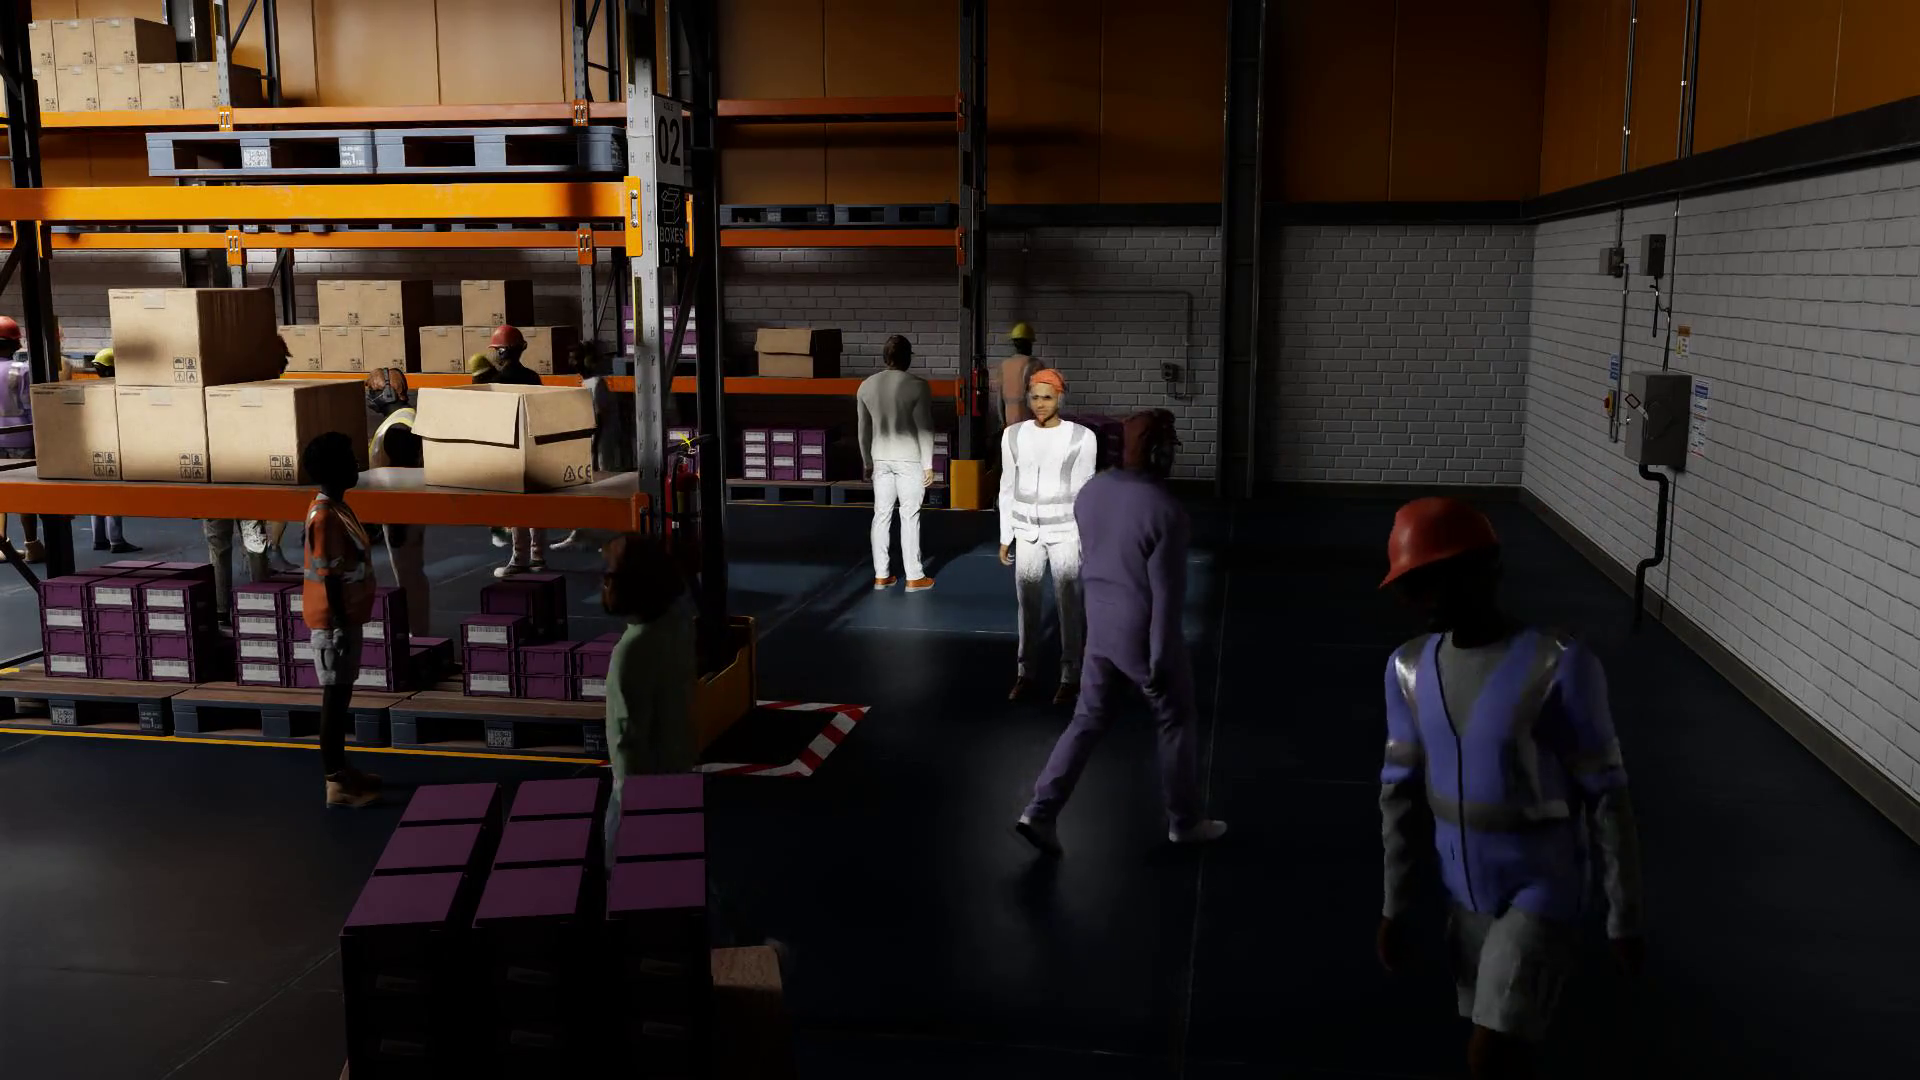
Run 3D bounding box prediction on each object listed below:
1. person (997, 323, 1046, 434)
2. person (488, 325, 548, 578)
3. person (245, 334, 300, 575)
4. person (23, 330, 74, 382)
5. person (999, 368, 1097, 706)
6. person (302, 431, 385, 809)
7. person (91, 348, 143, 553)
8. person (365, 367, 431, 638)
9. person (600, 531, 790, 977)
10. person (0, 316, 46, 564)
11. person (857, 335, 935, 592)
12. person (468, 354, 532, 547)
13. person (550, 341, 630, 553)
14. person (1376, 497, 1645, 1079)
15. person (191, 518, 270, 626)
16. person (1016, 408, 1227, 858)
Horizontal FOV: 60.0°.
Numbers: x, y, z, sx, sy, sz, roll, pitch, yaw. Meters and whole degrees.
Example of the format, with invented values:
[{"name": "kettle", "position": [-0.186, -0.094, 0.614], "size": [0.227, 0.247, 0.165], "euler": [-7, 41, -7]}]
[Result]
[{"name": "person", "position": [0.632, -1.167, 16.303], "size": [0.647, 1.914, 0.509], "euler": [9, 12, 43]}, {"name": "person", "position": [-3.521, -0.699, 13.160], "size": [0.396, 1.992, 0.623], "euler": [3, 10, 15]}, {"name": "person", "position": [-5.463, -0.665, 13.166], "size": [0.544, 1.920, 0.592], "euler": [-4, 10, -22]}, {"name": "person", "position": [-8.962, -1.190, 16.452], "size": [0.686, 1.921, 0.570], "euler": [6, 11, 31]}, {"name": "person", "position": [0.488, -0.018, 9.302], "size": [0.577, 1.879, 0.351], "euler": [4, 10, 24]}, {"name": "person", "position": [-2.798, 0.358, 7.520], "size": [0.316, 1.700, 0.540], "euler": [-3, 10, -18]}, {"name": "person", "position": [-7.309, -0.770, 14.347], "size": [0.522, 1.758, 0.350], "euler": [6, 11, 35]}, {"name": "person", "position": [-3.450, -0.143, 10.216], "size": [0.429, 1.836, 0.620], "euler": [-3, 10, -21]}, {"name": "person", "position": [-0.922, 0.767, 5.219], "size": [0.678, 1.611, 0.507], "euler": [2, 9, 12]}, {"name": "person", "position": [-7.811, -0.816, 13.737], "size": [0.615, 2.044, 0.371], "euler": [2, 9, 9]}, {"name": "person", "position": [-0.472, -0.575, 12.570], "size": [0.627, 1.941, 0.372], "euler": [5, 10, 26]}, {"name": "person", "position": [-4.062, -0.779, 14.596], "size": [0.361, 1.704, 0.612], "euler": [8, 12, 39]}, {"name": "person", "position": [-3.156, -0.764, 14.085], "size": [0.835, 1.826, 0.543], "euler": [-5, 10, -26]}, {"name": "person", "position": [1.264, 0.848, 3.938], "size": [0.563, 1.876, 0.643], "euler": [-6, 11, -32]}, {"name": "person", "position": [-4.992, -0.333, 11.392], "size": [0.599, 1.832, 0.404], "euler": [-7, 12, -38]}, {"name": "person", "position": [0.669, 0.388, 6.827], "size": [0.943, 1.870, 0.646], "euler": [-7, 12, -37]}]
